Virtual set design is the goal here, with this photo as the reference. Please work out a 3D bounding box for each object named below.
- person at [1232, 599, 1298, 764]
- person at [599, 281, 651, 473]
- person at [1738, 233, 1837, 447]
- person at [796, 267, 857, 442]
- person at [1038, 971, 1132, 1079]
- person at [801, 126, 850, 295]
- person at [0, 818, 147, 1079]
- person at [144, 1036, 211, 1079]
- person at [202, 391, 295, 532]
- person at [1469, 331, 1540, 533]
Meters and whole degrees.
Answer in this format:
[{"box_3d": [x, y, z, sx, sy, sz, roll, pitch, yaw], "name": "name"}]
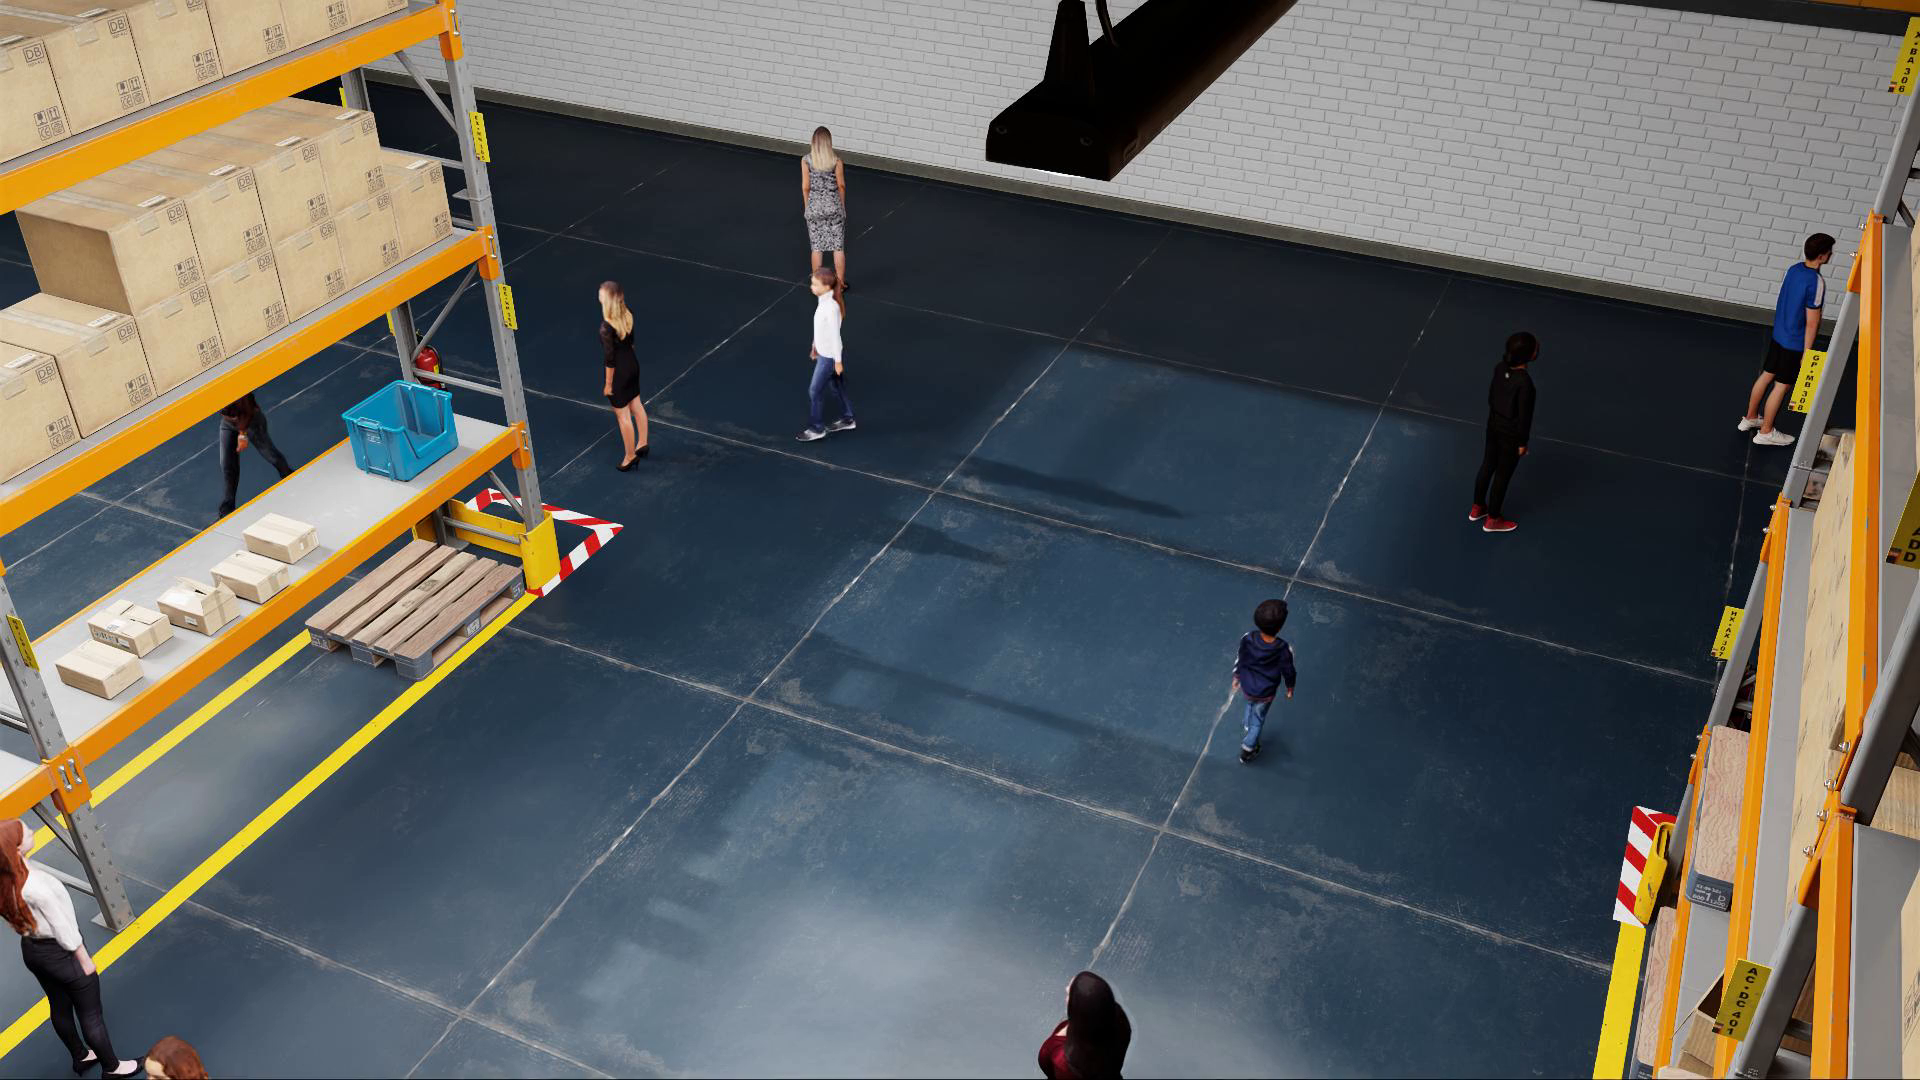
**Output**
[{"box_3d": [1.878, 0.920, 10.553, 0.591, 1.210, 0.660, 21, 39, 28], "name": "person"}, {"box_3d": [-2.742, -1.336, 13.526, 0.616, 1.676, 0.410, 13, 36, 18], "name": "person"}, {"box_3d": [6.941, -1.697, 13.897, 0.811, 1.866, 0.702, -4, 34, -6], "name": "person"}, {"box_3d": [-1.015, -1.578, 14.014, 0.873, 1.538, 0.825, -9, 35, -14], "name": "person"}, {"box_3d": [0.571, 2.600, 7.531, 0.748, 1.756, 0.585, 19, 38, 26], "name": "person"}, {"box_3d": [-1.333, -3.227, 16.347, 0.633, 1.703, 0.620, 0, 34, 1], "name": "person"}, {"box_3d": [-4.522, 2.075, 8.318, 0.587, 1.760, 0.495, 14, 36, 20], "name": "person"}, {"box_3d": [-3.398, 2.739, 7.595, 0.636, 1.454, 1.013, 19, 38, 26], "name": "person"}, {"box_3d": [-5.469, -0.925, 12.869, 0.636, 1.719, 1.115, 14, 36, 20], "name": "person"}, {"box_3d": [4.193, -0.835, 12.774, 0.739, 1.674, 0.679, -11, 35, -16], "name": "person"}]
